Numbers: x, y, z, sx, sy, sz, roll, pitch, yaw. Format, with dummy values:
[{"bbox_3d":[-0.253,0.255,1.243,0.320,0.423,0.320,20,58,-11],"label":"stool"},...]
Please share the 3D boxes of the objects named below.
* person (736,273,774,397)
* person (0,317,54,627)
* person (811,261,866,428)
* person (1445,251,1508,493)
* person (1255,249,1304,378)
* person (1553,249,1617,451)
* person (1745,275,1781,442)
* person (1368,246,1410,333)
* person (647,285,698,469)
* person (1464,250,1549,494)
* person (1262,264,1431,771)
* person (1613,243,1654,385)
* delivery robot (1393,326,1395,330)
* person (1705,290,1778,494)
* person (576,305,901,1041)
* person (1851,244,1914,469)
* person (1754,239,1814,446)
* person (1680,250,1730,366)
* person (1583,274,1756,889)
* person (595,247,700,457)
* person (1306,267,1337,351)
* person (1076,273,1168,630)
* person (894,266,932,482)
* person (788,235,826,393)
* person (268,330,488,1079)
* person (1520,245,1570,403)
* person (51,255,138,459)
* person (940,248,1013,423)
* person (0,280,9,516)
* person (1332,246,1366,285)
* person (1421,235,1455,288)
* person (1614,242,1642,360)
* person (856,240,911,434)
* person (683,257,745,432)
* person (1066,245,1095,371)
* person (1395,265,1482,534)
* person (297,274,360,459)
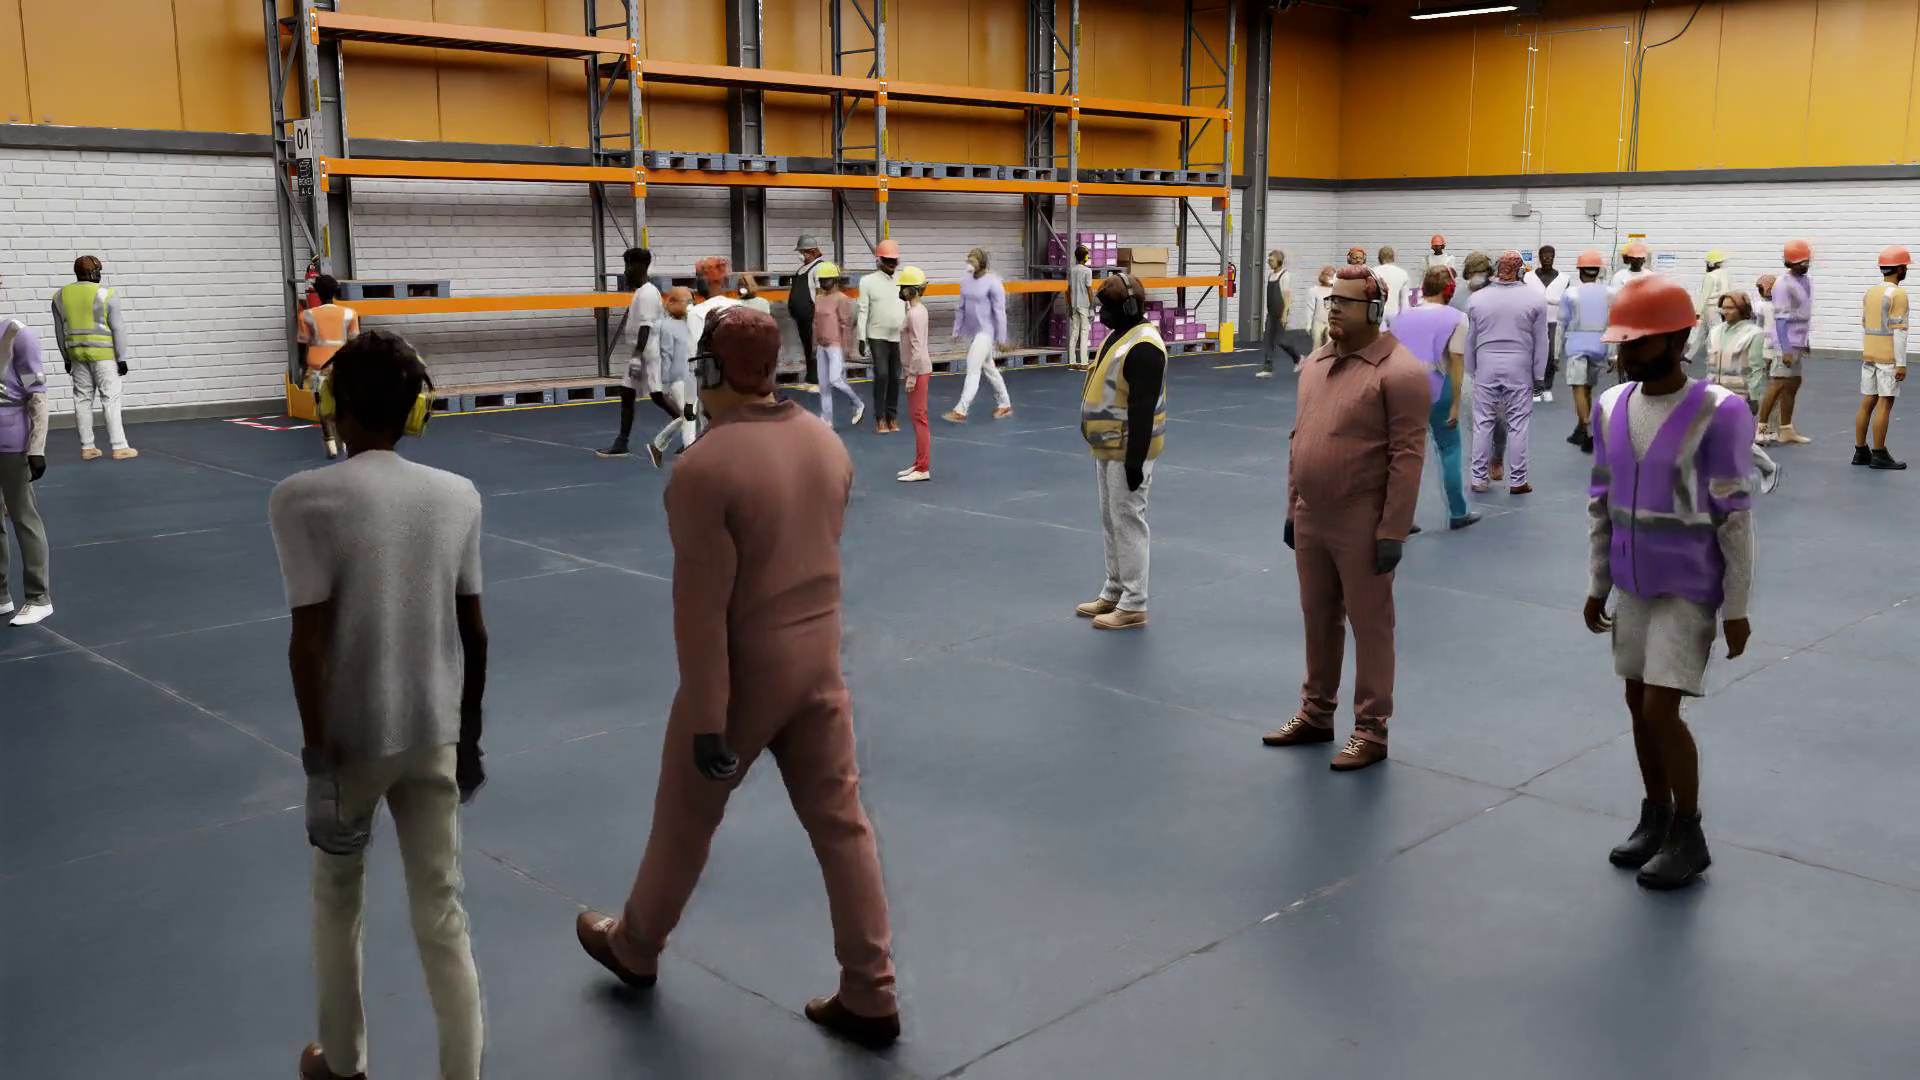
[{"bbox_3d":[-2.297,-2.151,18.472,0.504,1.616,0.683,3,11,17],"label":"person"},{"bbox_3d":[-5.017,-0.507,8.621,0.595,1.923,0.375,3,11,14],"label":"person"},{"bbox_3d":[-1.317,-2.024,17.366,0.502,1.753,0.537,-9,14,-41],"label":"person"},{"bbox_3d":[4.146,-1.336,13.211,0.695,1.901,0.571,3,11,17],"label":"person"},{"bbox_3d":[4.562,-3.209,23.642,0.685,1.825,0.527,-5,12,-27],"label":"person"},{"bbox_3d":[5.945,-1.797,15.755,0.551,1.905,0.938,0,10,2],"label":"person"},{"bbox_3d":[7.883,-1.773,16.308,0.523,1.638,0.311,-2,11,-12],"label":"person"},{"bbox_3d":[5.783,-3.060,22.683,0.627,1.882,1.049,-2,11,-12],"label":"person"},{"bbox_3d":[-2.383,-1.339,14.029,0.704,1.612,0.504,5,12,27],"label":"person"},{"bbox_3d":[4.278,-1.311,13.059,0.642,1.909,0.408,5,12,26],"label":"person"},{"bbox_3d":[1.467,-0.088,6.377,0.409,1.913,0.642,-6,12,-30],"label":"person"},{"bbox_3d":[8.597,-2.818,21.223,0.577,1.921,0.532,0,10,-1],"label":"person"},{"bbox_3d":[7.716,-3.664,29.323,0.707,0.478,0.477,7,12,33],"label":"delivery robot"},{"bbox_3d":[5.913,-1.085,12.628,0.615,1.619,0.523,-4,11,-22],"label":"person"},{"bbox_3d":[-0.562,0.330,4.270,1.034,1.843,0.654,8,13,36],"label":"person"},{"bbox_3d":[8.056,-1.587,14.468,0.347,1.943,0.545,0,10,-3],"label":"person"},{"bbox_3d":[7.962,-1.876,15.941,0.715,1.990,0.415,-9,14,-40],"label":"person"},{"bbox_3d":[11.473,-3.539,25.534,0.616,1.781,0.914,-9,14,-41],"label":"person"},{"bbox_3d":[2.174,0.138,5.187,0.524,1.907,0.570,-5,12,-25],"label":"person"},{"bbox_3d":[-2.822,-1.704,15.166,0.958,1.929,0.606,-4,11,-21],"label":"person"},{"bbox_3d":[4.954,-2.896,22.535,0.530,1.584,0.862,0,10,1],"label":"person"},{"bbox_3d":[0.840,-0.453,8.598,0.428,1.832,0.626,-2,11,-8],"label":"person"},{"bbox_3d":[-0.385,-1.364,13.736,0.311,1.768,0.522,0,10,0],"label":"person"},{"bbox_3d":[-1.961,-2.931,21.529,0.535,2.000,0.677,-6,12,-29],"label":"person"},{"bbox_3d":[-1.273,0.452,3.695,0.502,1.810,0.869,-9,14,-39],"label":"person"},{"bbox_3d":[7.029,-2.597,20.083,0.606,1.894,0.626,3,11,14],"label":"person"},{"bbox_3d":[-7.837,-1.647,15.072,0.624,1.844,0.430,1,10,4],"label":"person"},{"bbox_3d":[0.220,-2.220,18.099,1.041,1.891,0.631,-7,13,-34],"label":"person"},{"bbox_3d":[-7.013,-1.109,12.056,0.327,1.874,0.519,-3,11,-15],"label":"person"},{"bbox_3d":[4.914,-2.713,20.773,0.573,1.883,0.356,-1,10,-4],"label":"person"},{"bbox_3d":[8.961,-4.707,31.263,0.611,2.030,0.412,4,11,23],"label":"person"},{"bbox_3d":[10.890,-3.867,26.980,0.493,1.912,0.603,7,13,34],"label":"person"},{"bbox_3d":[-0.692,-2.063,16.987,0.636,1.971,0.729,-4,11,-23],"label":"person"},{"bbox_3d":[-1.714,-1.023,11.574,0.412,1.872,0.602,6,12,29],"label":"person"},{"bbox_3d":[1.823,-3.467,24.903,0.315,1.874,0.531,-9,14,-40],"label":"person"},{"bbox_3d":[3.261,-0.949,11.325,0.874,1.808,0.583,-8,13,-39],"label":"person"},{"bbox_3d":[-5.739,-1.582,15.176,0.542,1.674,0.713,-5,11,-25],"label":"person"}]
